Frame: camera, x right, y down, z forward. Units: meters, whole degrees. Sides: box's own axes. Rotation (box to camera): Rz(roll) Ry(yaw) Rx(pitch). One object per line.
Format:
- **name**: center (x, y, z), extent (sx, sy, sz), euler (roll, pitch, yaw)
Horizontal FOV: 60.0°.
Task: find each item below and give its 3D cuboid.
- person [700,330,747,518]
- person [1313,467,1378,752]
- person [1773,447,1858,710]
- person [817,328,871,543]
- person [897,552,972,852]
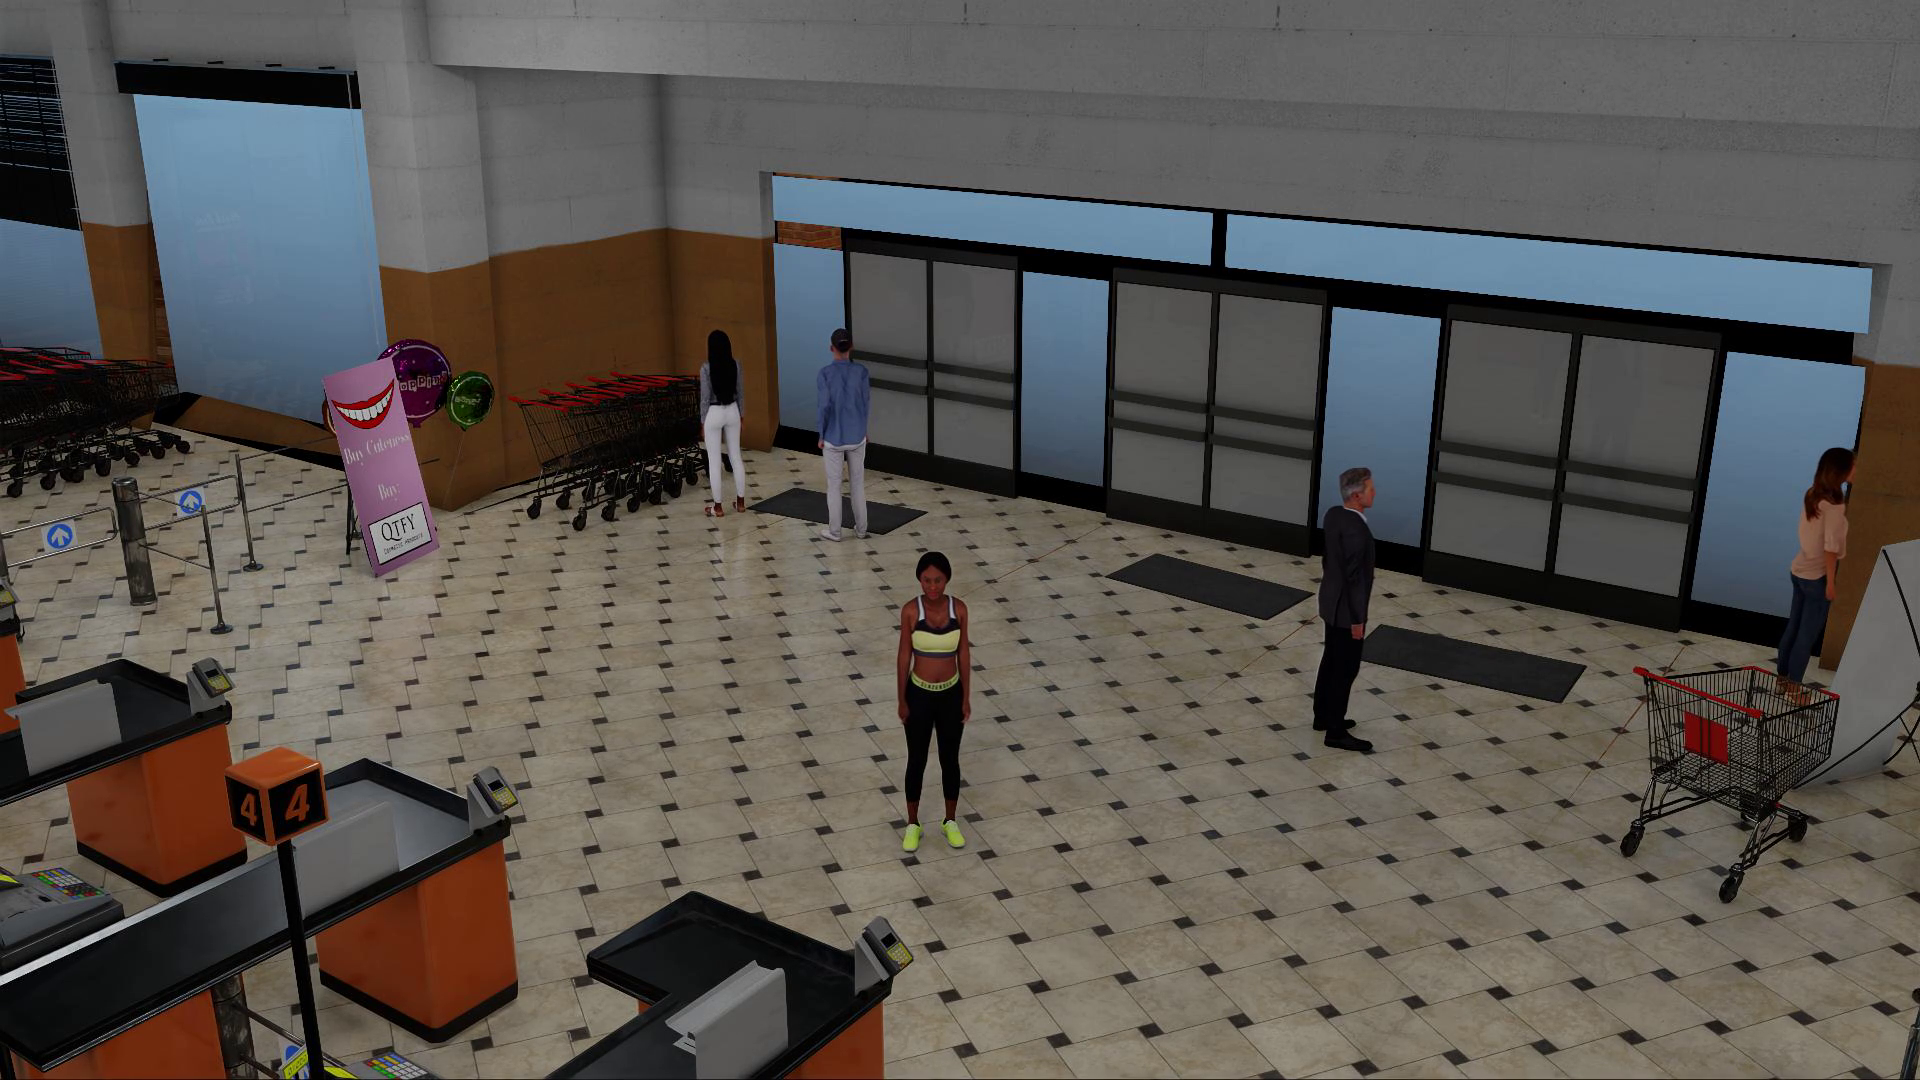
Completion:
- **person**: center (-2.175, -1.077, 15.192), extent (0.579, 1.725, 0.727), euler (-12, 22, -31)
- **person**: center (2.465, 0.411, 10.598), extent (0.871, 1.840, 0.777), euler (-1, 19, -4)
- **person**: center (5.735, 0.239, 11.182), extent (0.731, 1.792, 0.614), euler (3, 19, 7)
- **person**: center (-1.010, -0.914, 14.451), extent (0.689, 1.888, 0.802), euler (-8, 20, -23)
- **person**: center (-0.145, 0.892, 9.307), extent (0.638, 1.754, 0.694), euler (-3, 19, -8)
